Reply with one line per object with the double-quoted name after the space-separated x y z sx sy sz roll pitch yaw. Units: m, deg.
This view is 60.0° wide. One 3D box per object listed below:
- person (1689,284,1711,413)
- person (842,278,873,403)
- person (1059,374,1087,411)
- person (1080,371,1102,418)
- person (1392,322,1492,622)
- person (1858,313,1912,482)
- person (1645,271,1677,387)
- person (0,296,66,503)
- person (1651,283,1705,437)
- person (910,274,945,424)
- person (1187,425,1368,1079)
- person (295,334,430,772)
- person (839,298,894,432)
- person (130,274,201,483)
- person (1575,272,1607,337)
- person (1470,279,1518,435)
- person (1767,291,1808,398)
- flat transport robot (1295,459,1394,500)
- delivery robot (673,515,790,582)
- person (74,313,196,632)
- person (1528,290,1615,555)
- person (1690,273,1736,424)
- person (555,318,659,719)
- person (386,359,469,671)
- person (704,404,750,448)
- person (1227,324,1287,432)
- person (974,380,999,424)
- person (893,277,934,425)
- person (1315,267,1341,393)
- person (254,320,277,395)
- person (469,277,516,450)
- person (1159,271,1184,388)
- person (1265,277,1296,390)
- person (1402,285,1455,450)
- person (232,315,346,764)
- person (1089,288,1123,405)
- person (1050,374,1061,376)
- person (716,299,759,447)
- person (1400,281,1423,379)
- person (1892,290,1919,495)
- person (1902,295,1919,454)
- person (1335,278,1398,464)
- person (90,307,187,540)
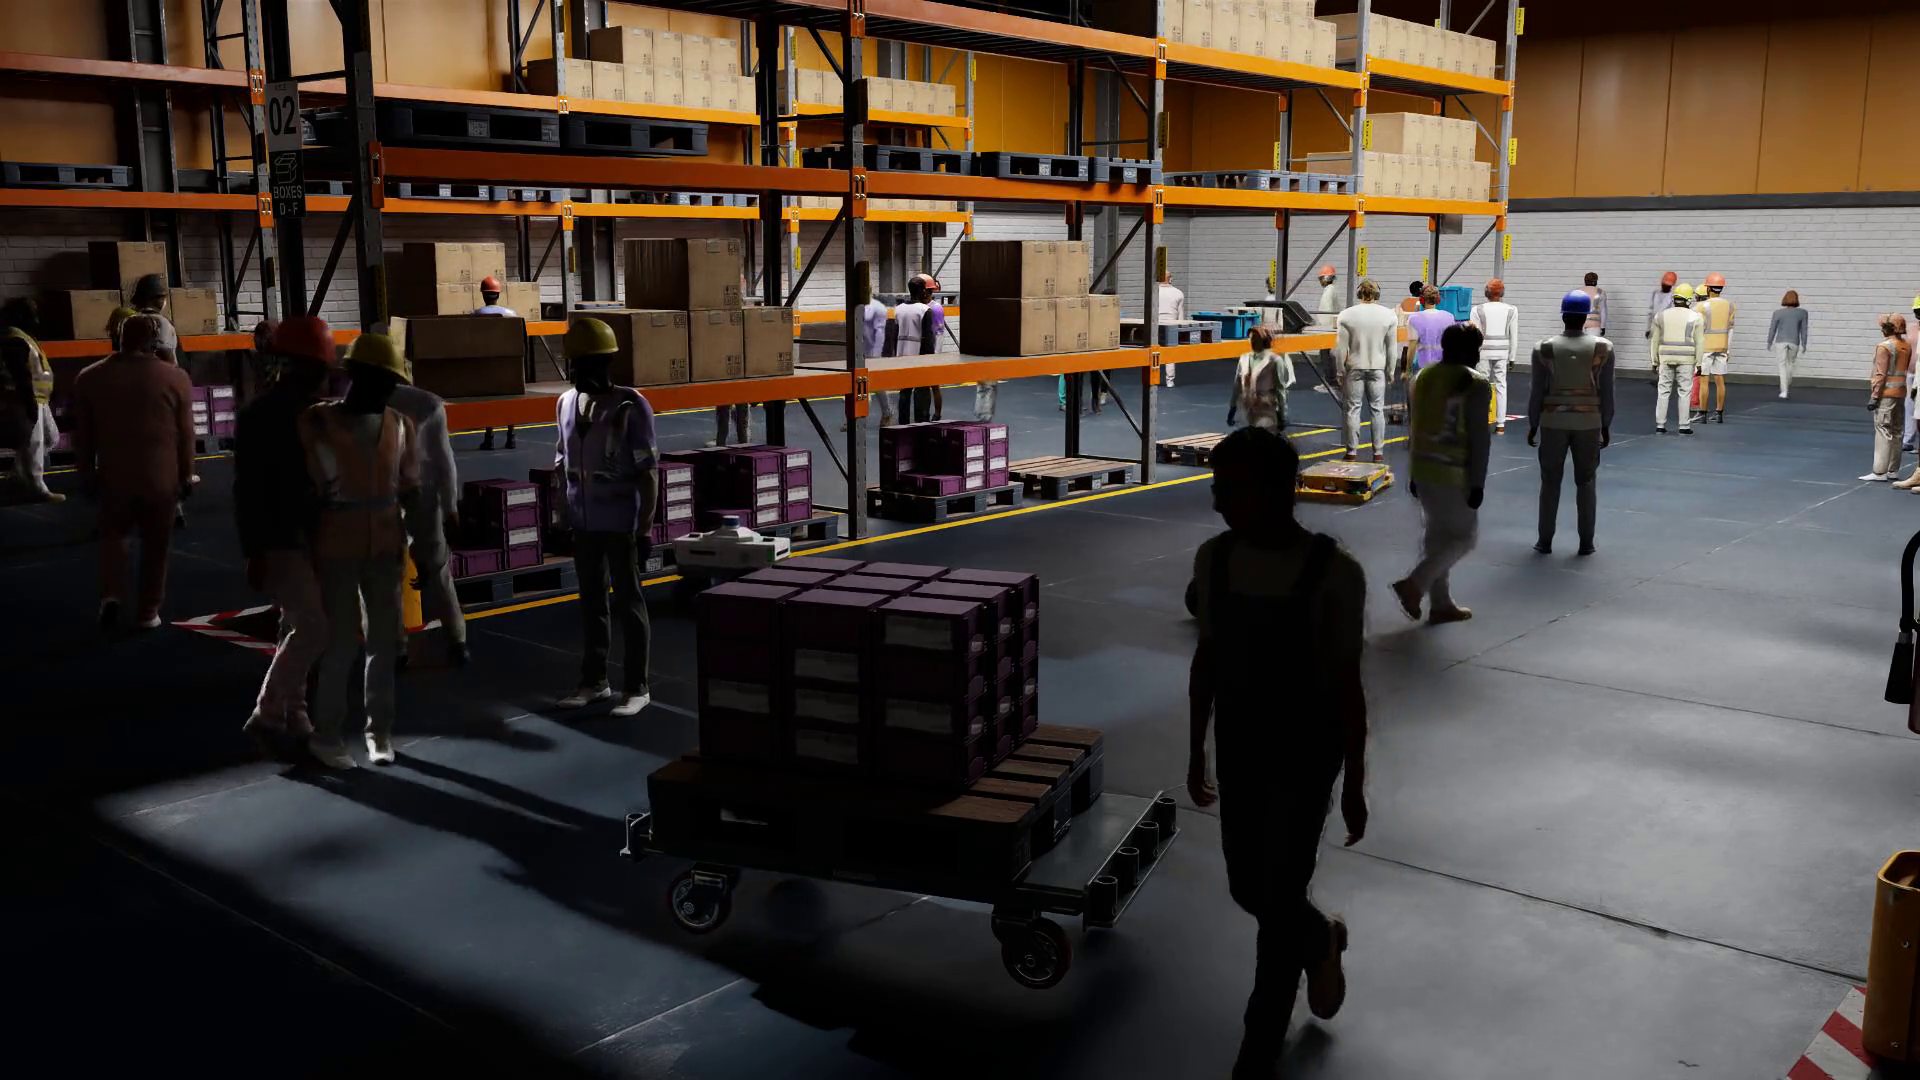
10.189 -2.638 22.912 0.315 1.769 0.525 0 10 1 "person"
-1.493 -2.995 24.184 0.390 2.034 0.605 -6 11 -29 "person"
1.578 -2.670 23.090 0.314 1.769 0.523 10 14 43 "person"
1.648 -2.595 22.313 0.591 1.900 0.995 2 10 13 "person"
2.838 -0.378 9.873 0.598 1.825 0.640 -5 11 -25 "person"
8.981 -1.376 16.089 0.513 1.638 0.309 -7 12 -33 "person"
11.440 -3.410 26.979 0.675 1.887 0.624 -6 12 -31 "person"
-8.208 -1.221 14.657 0.438 1.832 0.658 -4 11 -23 "person"
8.632 -2.161 20.004 0.600 1.829 0.404 8 13 38 "person"
-0.412 -2.320 20.624 0.376 1.934 0.546 -6 12 -31 "person"
0.879 0.581 4.491 0.538 1.812 0.834 8 13 39 "person"
-2.627 0.052 7.297 0.450 1.881 0.639 9 14 43 "person"
-1.151 -2.309 20.671 0.629 1.905 0.944 5 11 27 "person"
-7.632 -1.519 15.758 0.699 2.000 0.639 6 12 32 "person"
10.831 -3.689 28.684 0.629 1.840 0.429 7 12 36 "person"
6.434 -2.209 20.130 0.584 1.883 0.345 0 10 2 "person"
12.578 -2.985 25.337 0.523 1.592 0.801 2 10 13 "person"
3.543 -0.561 15.340 0.652 0.197 1.431 5 11 24 "flat transport robot"
-1.452 0.088 10.567 0.707 0.478 0.477 3 11 18 "delivery robot"
-4.807 -0.388 9.776 0.648 1.877 0.426 -3 10 -16 "person"
4.498 -0.860 12.265 0.602 1.949 0.391 3 10 16 "person"
9.666 -2.462 21.414 0.542 1.939 0.362 -2 10 -10 "person"
-1.721 -0.101 8.009 0.590 1.926 0.388 6 12 30 "person"
-3.033 -0.199 8.968 0.628 1.791 0.502 -3 10 -14 "person"
-2.677 -2.052 19.015 0.623 1.967 0.838 7 12 35 "person"
2.616 -1.120 14.782 0.904 1.577 0.546 -7 12 -33 "person"
0.341 -2.142 20.287 0.452 1.707 0.610 -7 12 -33 "person"
-0.542 -2.130 19.591 0.591 1.915 0.379 9 14 43 "person"
5.771 -3.300 26.148 0.389 1.951 0.787 3 10 17 "person"
-6.077 -1.140 14.801 0.492 1.624 0.308 6 12 32 "person"
-5.226 -1.972 18.630 0.553 1.935 0.362 -6 12 -31 "person"
3.304 -3.413 26.970 0.649 1.896 0.400 0 10 2 "person"
5.137 -3.315 26.645 0.551 1.819 0.921 -5 11 -28 "person"
5.209 -1.902 18.483 0.563 1.847 0.388 -2 10 -14 "person"
-2.869 0.012 7.221 0.443 1.967 0.644 1 10 5 "person"
2.071 -2.770 23.876 0.551 1.678 0.357 -1 10 -3 "person"
1.664 -3.723 29.446 0.311 1.638 0.523 -3 11 -18 "person"
-2.164 -1.457 15.893 0.534 1.869 0.313 3 10 18 "person"
7.758 -3.581 28.482 0.322 1.693 0.535 -6 12 -32 "person"
8.922 -1.434 15.260 0.378 2.045 0.605 0 10 2 "person"
10.561 -1.828 18.324 0.332 1.763 0.535 -2 10 -14 "person"
4.254 -1.765 17.446 0.634 1.938 0.355 1 10 7 "person"
-6.496 -0.925 13.070 0.635 1.819 0.599 -6 12 -32 "person"
